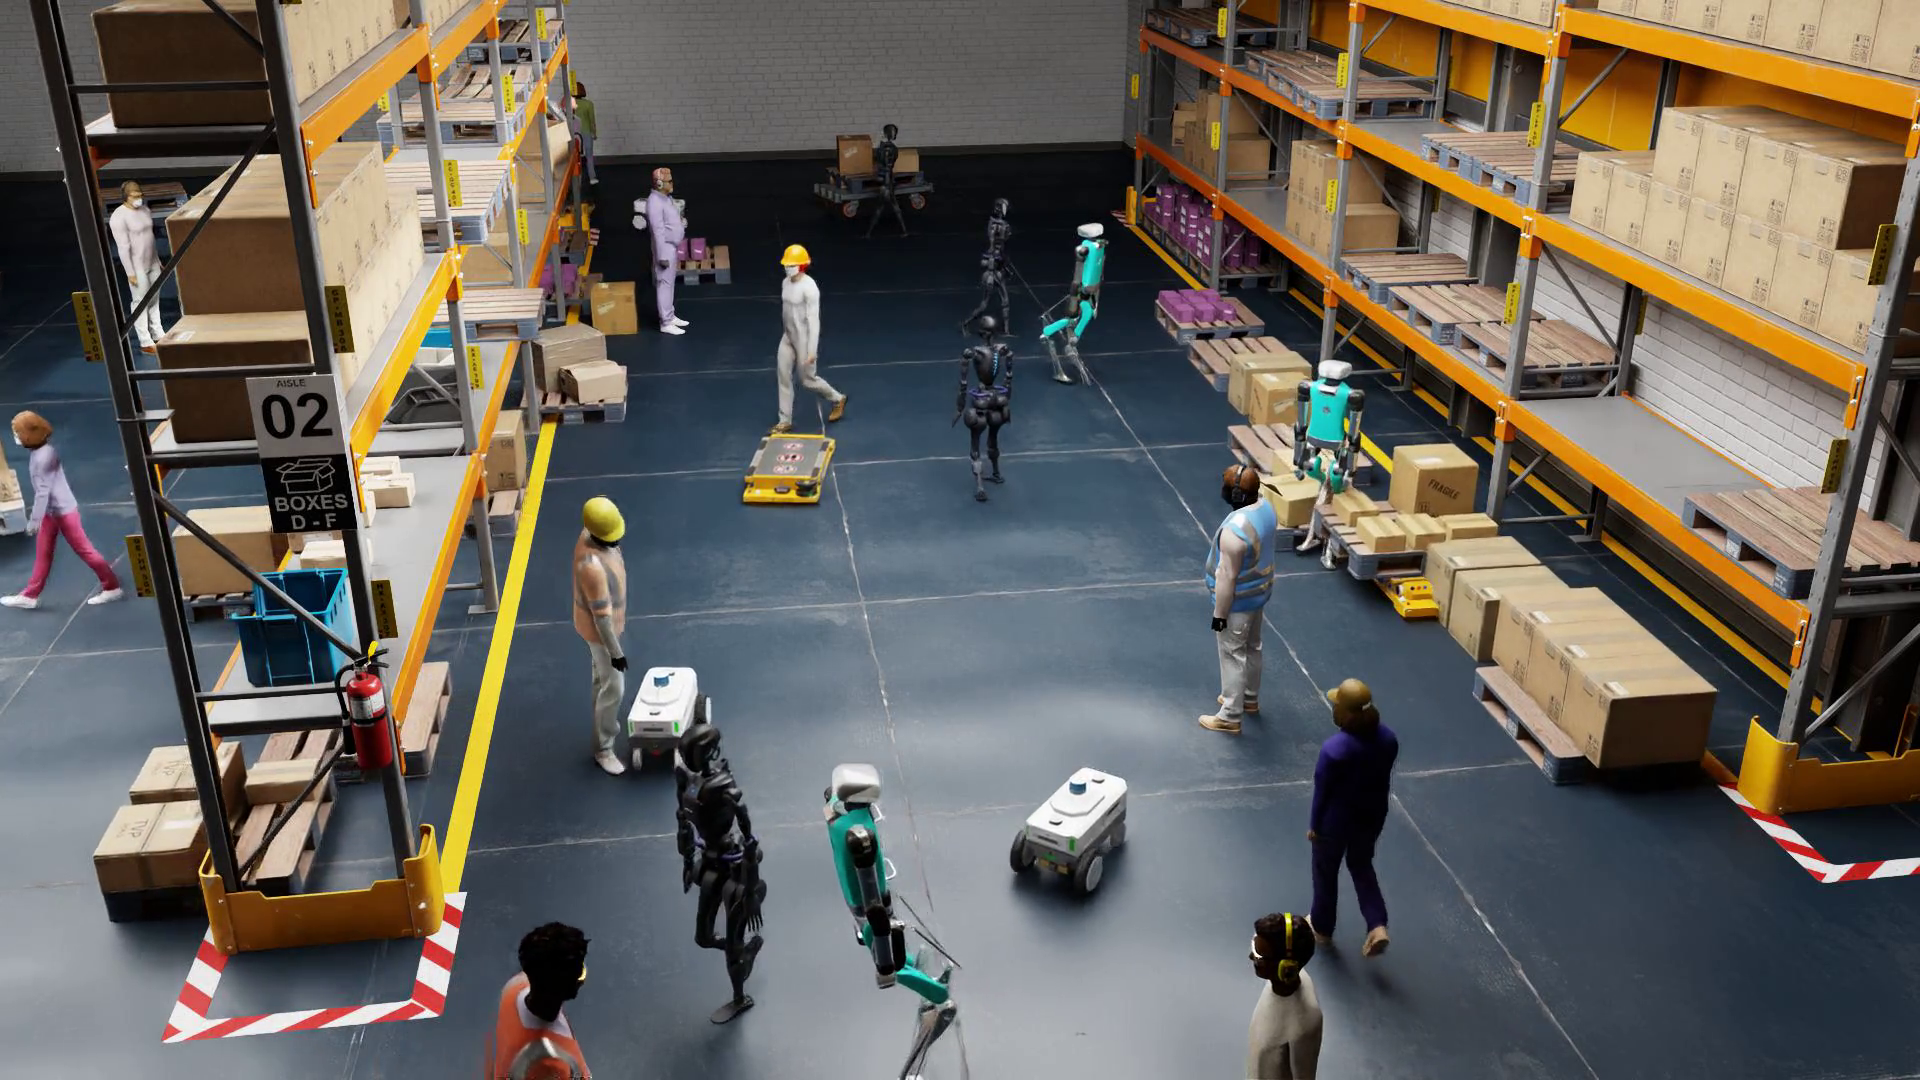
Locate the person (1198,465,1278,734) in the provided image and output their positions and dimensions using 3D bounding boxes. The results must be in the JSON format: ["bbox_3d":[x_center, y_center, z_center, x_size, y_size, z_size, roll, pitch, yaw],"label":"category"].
[{"bbox_3d":[1.813,0.376,10.884,0.431,1.836,0.622,14,27,28],"label":"person"}]

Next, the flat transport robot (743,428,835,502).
[{"bbox_3d":[-1.550,-0.681,15.230,0.659,0.231,1.431,1,24,2],"label":"flat transport robot"}]

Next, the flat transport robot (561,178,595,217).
[{"bbox_3d":[-6.293,-5.001,25.070,1.431,0.231,0.659,0,24,1],"label":"flat transport robot"}]

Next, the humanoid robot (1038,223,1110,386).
[{"bbox_3d":[1.144,-2.454,17.489,0.765,1.810,0.539,16,29,33],"label":"humanoid robot"}]

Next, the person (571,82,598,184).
[{"bbox_3d":[-6.156,-6.614,27.058,0.496,1.625,0.285,2,24,5],"label":"person"}]

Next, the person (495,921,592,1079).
[{"bbox_3d":[-1.479,2.276,6.410,0.703,1.937,0.650,-8,25,-18],"label":"person"}]

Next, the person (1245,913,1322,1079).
[{"bbox_3d":[1.218,2.257,6.547,0.315,1.869,0.532,-1,24,-1],"label":"person"}]

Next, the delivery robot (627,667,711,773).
[{"bbox_3d":[-1.913,1.123,10.787,0.499,0.614,0.803,0,24,1],"label":"delivery robot"}]

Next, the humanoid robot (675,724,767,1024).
[{"bbox_3d":[-1.123,1.621,8.245,0.596,1.644,0.445,19,30,37],"label":"humanoid robot"}]

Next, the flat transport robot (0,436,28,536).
[{"bbox_3d":[-8.373,-0.026,13.738,0.659,0.231,1.431,-14,27,-28],"label":"flat transport robot"}]

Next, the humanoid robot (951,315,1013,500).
[{"bbox_3d":[0.206,-1.188,14.678,0.584,1.638,0.527,-14,27,-29],"label":"humanoid robot"}]

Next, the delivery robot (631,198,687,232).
[{"bbox_3d":[-4.383,-4.785,24.228,0.802,0.598,0.499,4,24,10],"label":"delivery robot"}]

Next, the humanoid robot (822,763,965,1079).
[{"bbox_3d":[-0.236,1.831,7.737,0.741,1.843,0.547,-7,25,-16],"label":"humanoid robot"}]

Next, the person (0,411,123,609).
[{"bbox_3d":[-6.871,-0.200,12.475,0.844,1.584,0.519,-16,28,-32],"label":"person"}]

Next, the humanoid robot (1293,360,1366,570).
[{"bbox_3d":[2.982,-0.661,13.319,0.549,1.754,0.745,12,26,25],"label":"humanoid robot"}]

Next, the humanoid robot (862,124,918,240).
[{"bbox_3d":[-1.016,-5.046,23.484,0.797,1.620,0.611,2,24,3],"label":"humanoid robot"}]

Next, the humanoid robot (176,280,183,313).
[{"bbox_3d":[-7.911,-2.356,17.245,0.542,1.735,1.032,2,24,4],"label":"humanoid robot"}]

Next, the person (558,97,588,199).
[{"bbox_3d":[-5.835,-5.803,25.049,0.328,1.752,0.560,14,27,29],"label":"person"}]

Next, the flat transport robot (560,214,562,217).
[{"bbox_3d":[-6.585,-4.722,24.436,1.431,0.231,0.659,-10,25,-21],"label":"flat transport robot"}]

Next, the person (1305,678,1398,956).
[{"bbox_3d":[2.059,1.476,8.643,0.484,1.597,0.556,-7,25,-17],"label":"person"}]

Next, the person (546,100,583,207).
[{"bbox_3d":[-5.978,-5.516,24.348,0.991,1.790,0.526,-5,24,-12],"label":"person"}]

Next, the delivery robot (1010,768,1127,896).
[{"bbox_3d":[0.675,1.632,9.596,0.499,0.587,0.771,14,27,29],"label":"delivery robot"}]

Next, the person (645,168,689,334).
[{"bbox_3d":[-3.389,-3.357,19.292,0.413,1.908,0.638,0,24,-1],"label":"person"}]

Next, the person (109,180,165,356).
[{"bbox_3d":[-9.100,-3.038,18.532,0.372,1.934,0.626,3,24,6],"label":"person"}]

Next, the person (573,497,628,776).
[{"bbox_3d":[-2.240,0.536,10.479,0.352,1.881,0.723,-4,24,-9],"label":"person"}]

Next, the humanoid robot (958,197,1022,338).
[{"bbox_3d":[0.358,-3.123,19.091,0.742,1.628,0.609,7,25,16],"label":"humanoid robot"}]

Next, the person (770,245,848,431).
[{"bbox_3d":[-1.528,-1.966,16.167,0.825,1.864,0.583,-19,30,-36],"label":"person"}]

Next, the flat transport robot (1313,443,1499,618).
[{"bbox_3d":[3.565,0.215,13.188,0.659,0.231,1.431,-3,24,-8],"label":"flat transport robot"}]
